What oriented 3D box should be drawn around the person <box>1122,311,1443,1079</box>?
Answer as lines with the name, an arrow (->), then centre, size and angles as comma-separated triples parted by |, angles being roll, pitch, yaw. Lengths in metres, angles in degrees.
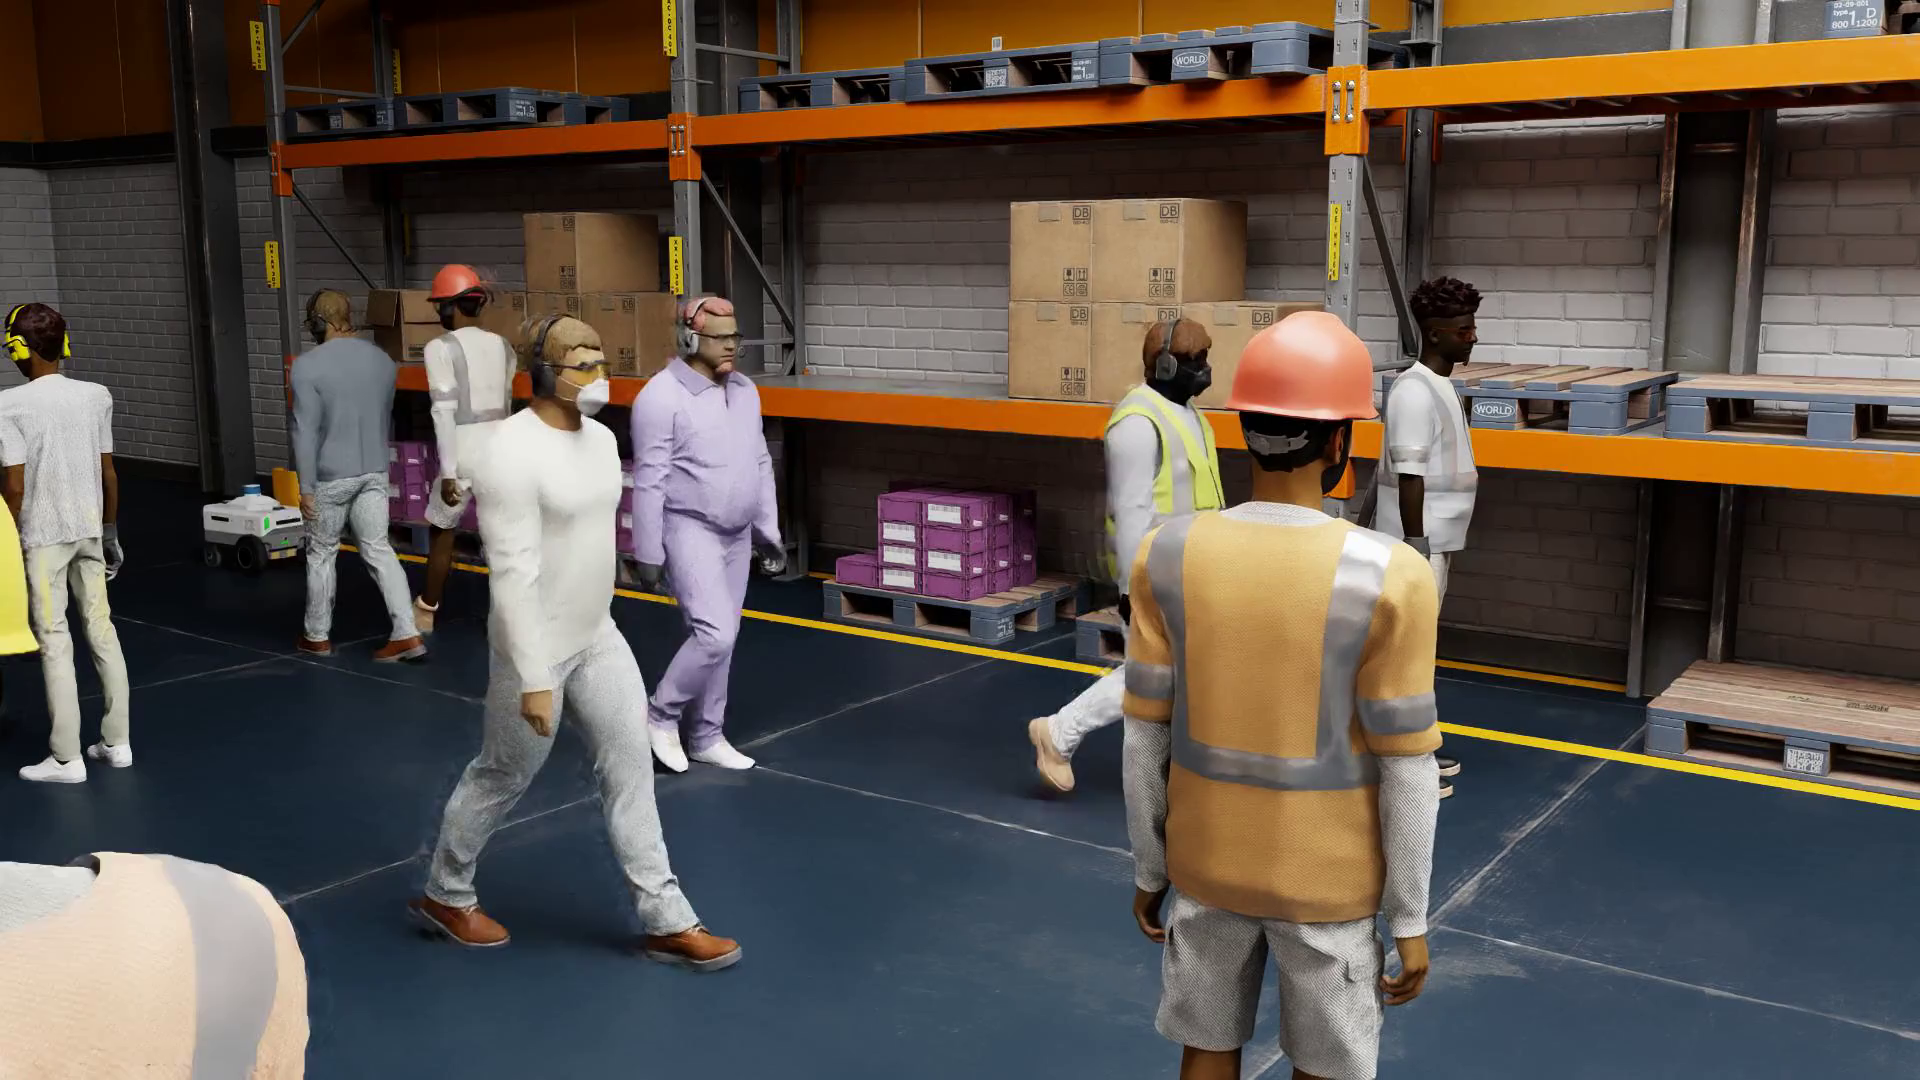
person -> 0.564, 0.574, 2.924 | 0.553, 1.935, 0.362 | 6, 11, 30

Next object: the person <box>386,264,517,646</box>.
person -> -2.620, -0.433, 8.742 | 1.015, 1.993, 0.633 | 6, 11, 30

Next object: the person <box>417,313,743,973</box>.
person -> -1.169, 0.299, 4.745 | 1.032, 1.887, 0.649 | 4, 10, 20

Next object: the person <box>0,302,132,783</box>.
person -> -3.508, 0.016, 6.474 | 0.329, 1.865, 0.509 | 4, 11, 25

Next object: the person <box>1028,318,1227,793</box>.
person -> 0.662, 0.107, 6.050 | 0.702, 1.827, 0.633 | 5, 11, 28

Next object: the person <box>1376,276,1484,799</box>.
person -> 1.779, -0.014, 6.353 | 0.361, 1.960, 0.612 | 4, 10, 23

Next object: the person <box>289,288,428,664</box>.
person -> -3.049, -0.316, 8.379 | 0.875, 1.896, 0.641 | 7, 12, 36

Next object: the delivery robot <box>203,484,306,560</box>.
delivery robot -> -4.625, -0.121, 10.900 | 0.707, 0.478, 0.477 | 6, 11, 32

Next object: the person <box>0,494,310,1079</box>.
person -> -0.713, 0.869, 1.225 | 0.497, 1.914, 0.604 | 6, 11, 33

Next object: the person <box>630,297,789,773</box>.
person -> -0.962, -0.001, 6.520 | 0.440, 1.887, 0.640 | 5, 11, 28
